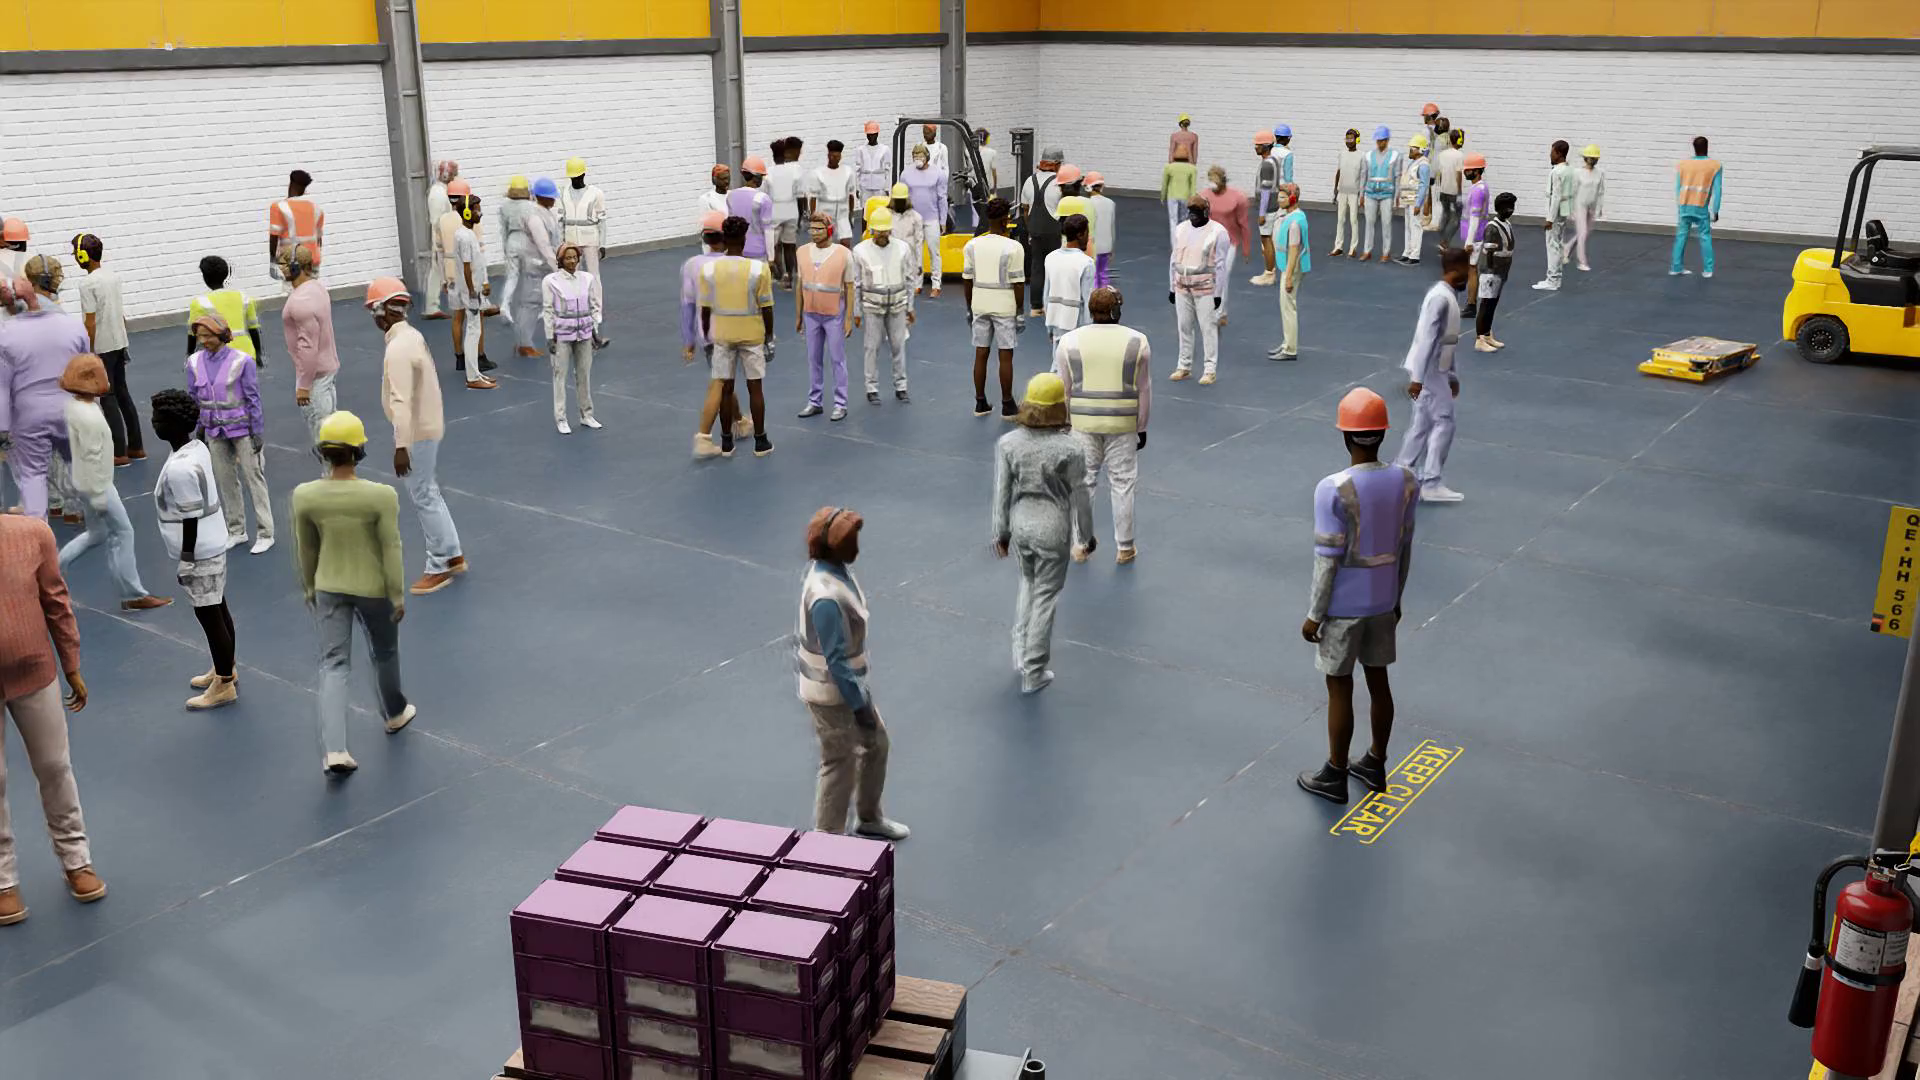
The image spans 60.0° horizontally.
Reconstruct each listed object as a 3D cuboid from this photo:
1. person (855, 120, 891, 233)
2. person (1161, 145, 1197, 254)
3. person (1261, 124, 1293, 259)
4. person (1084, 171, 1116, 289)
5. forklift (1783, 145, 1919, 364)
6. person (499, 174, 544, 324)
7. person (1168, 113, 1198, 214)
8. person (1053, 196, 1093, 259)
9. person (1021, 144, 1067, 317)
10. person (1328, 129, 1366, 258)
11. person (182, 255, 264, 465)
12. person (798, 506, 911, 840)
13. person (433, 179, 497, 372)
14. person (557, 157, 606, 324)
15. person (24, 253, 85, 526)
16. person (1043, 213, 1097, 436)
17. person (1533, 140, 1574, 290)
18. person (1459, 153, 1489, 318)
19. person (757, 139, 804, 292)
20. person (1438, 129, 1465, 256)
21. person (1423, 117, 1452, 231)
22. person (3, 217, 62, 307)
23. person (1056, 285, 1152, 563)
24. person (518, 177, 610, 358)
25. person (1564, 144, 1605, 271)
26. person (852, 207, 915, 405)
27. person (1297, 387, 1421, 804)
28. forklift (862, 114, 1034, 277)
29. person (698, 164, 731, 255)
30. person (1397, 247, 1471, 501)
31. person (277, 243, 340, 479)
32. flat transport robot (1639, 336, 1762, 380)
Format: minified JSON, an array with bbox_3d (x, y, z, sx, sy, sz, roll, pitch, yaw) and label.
[{"bbox_3d":[-1.320,-5.355,25.171,0.544,1.939,0.354,1,18,2],"label":"person"},{"bbox_3d":[3.289,-5.120,24.999,0.515,1.586,0.856,2,18,5],"label":"person"},{"bbox_3d":[4.656,-5.096,24.369,0.415,1.939,0.604,-10,20,-28],"label":"person"},{"bbox_3d":[1.550,-3.414,19.409,0.627,1.747,0.352,-17,24,-42],"label":"person"},{"bbox_3d":[9.803,-2.879,17.013,2.313,2.155,1.214,12,21,33],"label":"forklift"},{"bbox_3d":[-5.153,-3.393,19.400,0.496,1.714,0.798,5,18,14],"label":"person"},{"bbox_3d":[3.983,-6.728,29.763,0.532,1.758,0.345,-3,18,-9],"label":"person"},{"bbox_3d":[1.034,-2.195,15.331,0.393,1.919,0.581,4,18,12],"label":"person"},{"bbox_3d":[1.094,-3.634,19.623,0.689,2.000,0.539,15,23,39],"label":"person"},{"bbox_3d":[5.721,-5.096,24.476,0.531,1.868,0.316,14,23,38],"label":"person"},{"bbox_3d":[-5.934,-1.447,13.380,0.749,1.657,0.559,11,21,30],"label":"person"},{"bbox_3d":[-0.437,0.624,6.988,0.482,1.615,0.562,0,18,-1],"label":"person"},{"bbox_3d":[-4.986,-2.659,16.761,0.550,1.925,0.390,6,19,18],"label":"person"},{"bbox_3d":[-4.387,-3.465,19.292,0.585,1.918,0.377,3,18,8],"label":"person"},{"bbox_3d":[-6.374,-1.049,11.724,0.636,1.930,0.372,14,22,37],"label":"person"},{"bbox_3d":[0.939,-1.783,14.031,0.386,1.918,0.596,-14,22,-36],"label":"person"},{"bbox_3d":[7.789,-4.233,21.698,0.376,1.915,0.599,11,21,31],"label":"person"},{"bbox_3d":[6.050,-3.606,19.720,0.387,1.930,0.545,6,19,18],"label":"person"},{"bbox_3d":[-2.303,-4.155,21.414,0.655,1.940,0.568,-7,19,-20],"label":"person"},{"bbox_3d":[7.287,-5.127,24.582,0.385,1.859,0.549,-7,19,-22],"label":"person"},{"bbox_3d":[7.923,-6.044,27.495,0.430,1.838,0.624,12,21,34],"label":"person"},{"bbox_3d":[-7.583,-1.648,13.576,0.543,1.939,0.362,-6,19,-17],"label":"person"},{"bbox_3d":[0.939,-0.748,10.928,0.623,1.840,0.430,3,18,8],"label":"person"},{"bbox_3d":[-4.219,-2.811,17.295,1.010,1.881,0.601,2,18,7],"label":"person"},{"bbox_3d":[8.783,-4.701,23.446,0.527,1.741,0.745,-5,18,-16],"label":"person"},{"bbox_3d":[-0.706,-2.156,15.361,0.605,1.818,0.403,-6,19,-17],"label":"person"},{"bbox_3d":[1.797,0.264,7.604,0.547,1.934,0.376,-8,20,-25],"label":"person"},{"bbox_3d":[-0.171,-4.594,22.377,2.313,2.155,1.214,1,18,3],"label":"forklift"},{"bbox_3d":[-2.680,-3.285,18.786,0.346,1.882,0.578,16,24,40],"label":"person"},{"bbox_3d":[3.565,-1.225,12.374,0.625,1.857,0.683,5,18,15],"label":"person"},{"bbox_3d":[-4.731,-1.195,12.159,0.371,1.941,0.627,-3,18,-9],"label":"person"},{"bbox_3d":[7.564,-1.867,16.955,1.431,0.197,0.652,-16,24,-41],"label":"flat transport robot"}]
